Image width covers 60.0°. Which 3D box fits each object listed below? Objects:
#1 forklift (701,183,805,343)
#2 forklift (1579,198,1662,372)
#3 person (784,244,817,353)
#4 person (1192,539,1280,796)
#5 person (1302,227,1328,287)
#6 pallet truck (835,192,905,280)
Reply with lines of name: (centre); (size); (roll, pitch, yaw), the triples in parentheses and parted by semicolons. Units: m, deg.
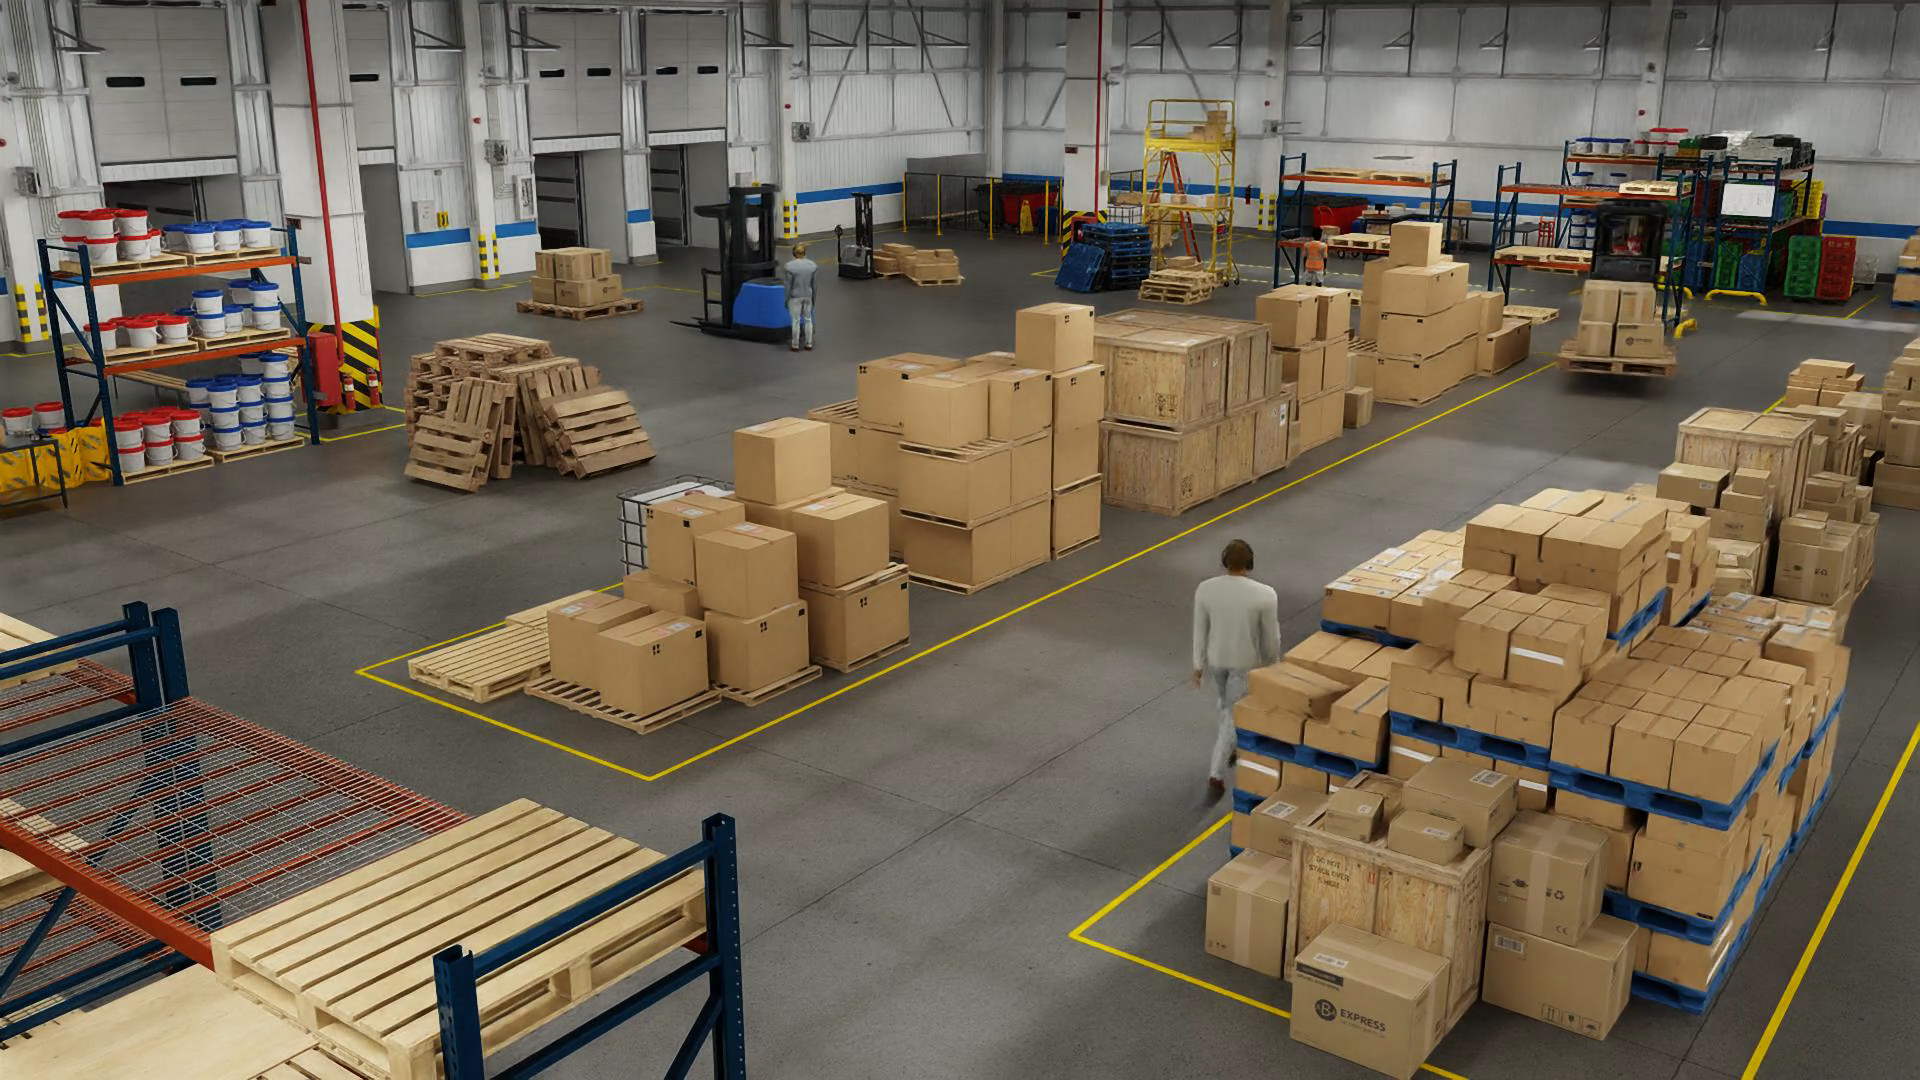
forklift: (-3.823, -5.204, 31.005); (1.873, 2.768, 1.129); (12, 21, 35)
forklift: (11.307, -4.404, 28.356); (1.129, 2.768, 1.873); (6, 18, 20)
person: (-2.839, -4.310, 29.673); (0.634, 1.930, 0.384); (-9, 19, -29)
person: (2.015, 0.931, 12.381); (0.636, 1.903, 0.982); (11, 20, 32)
person: (7.321, -5.591, 34.311); (0.531, 1.692, 0.320); (11, 20, 31)
pallet truck: (-1.936, -7.159, 38.982); (1.885, 1.965, 0.823); (-12, 21, -34)
